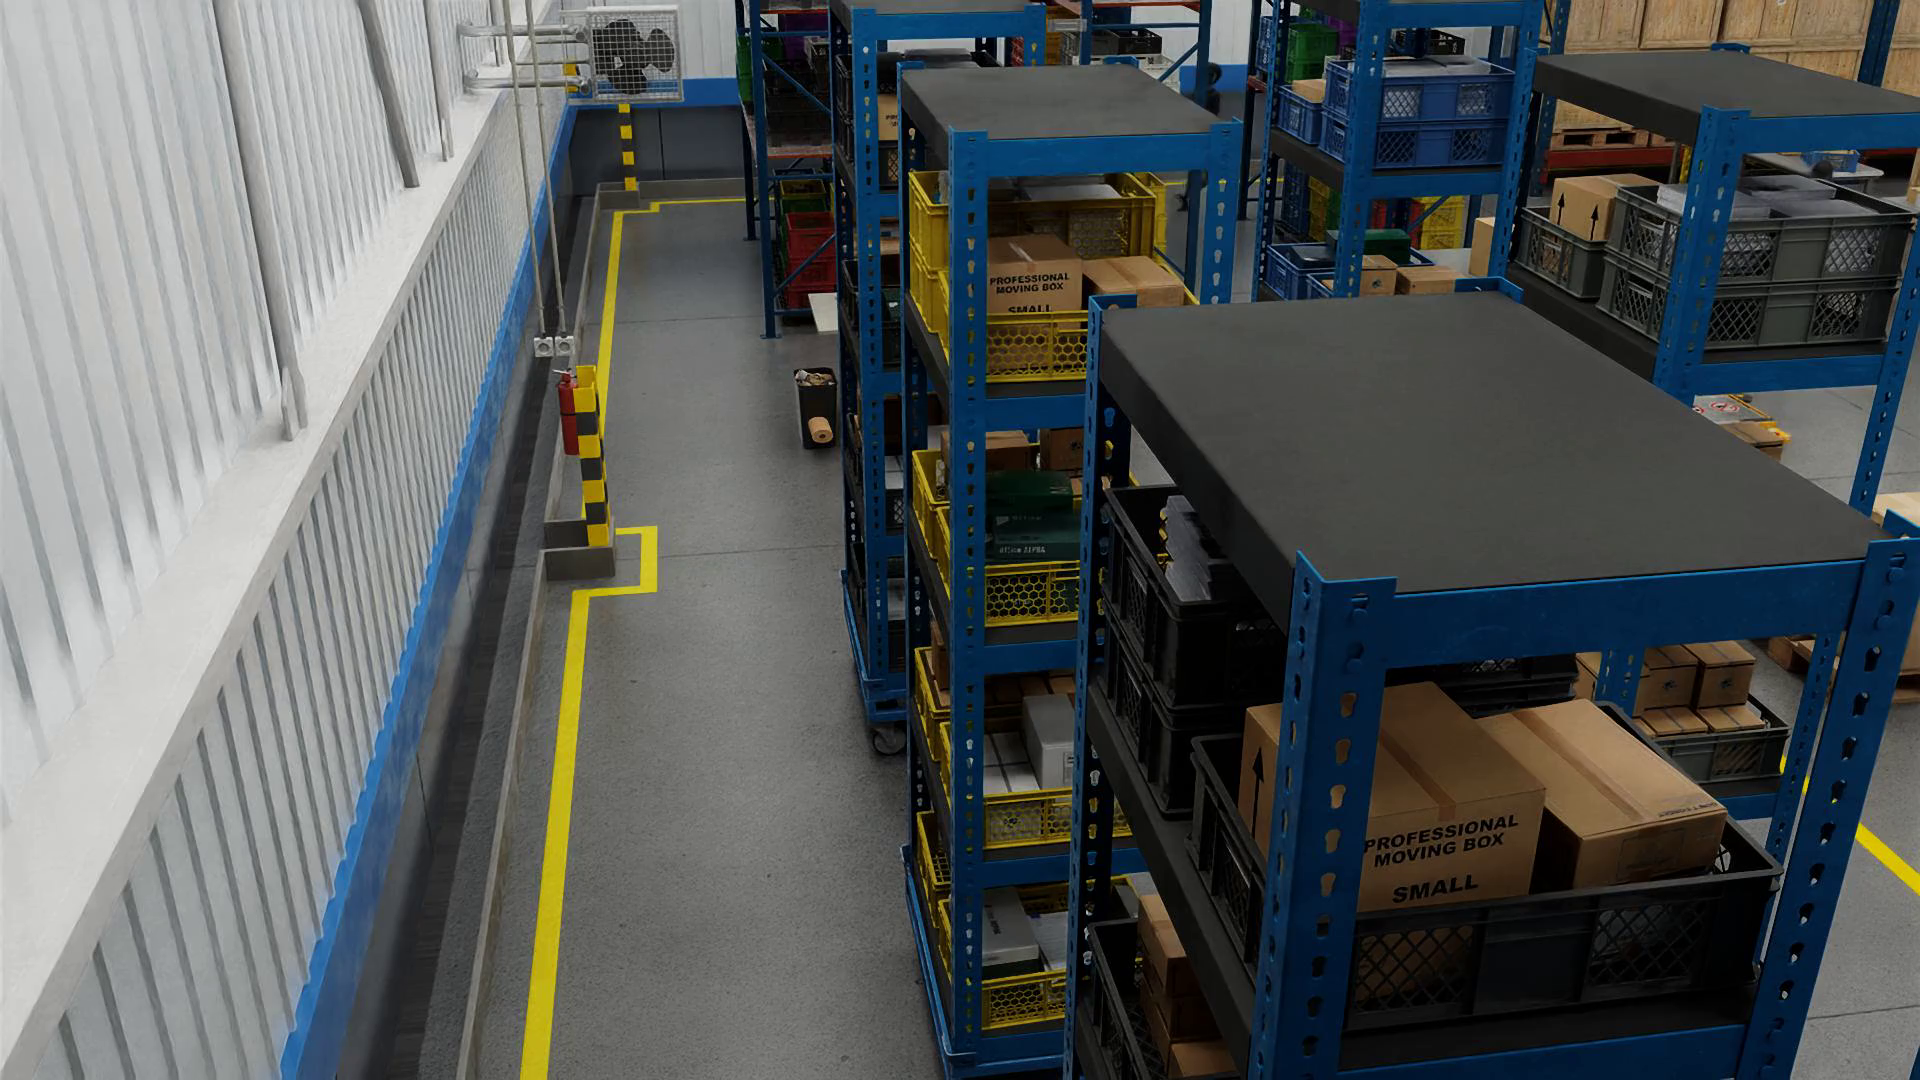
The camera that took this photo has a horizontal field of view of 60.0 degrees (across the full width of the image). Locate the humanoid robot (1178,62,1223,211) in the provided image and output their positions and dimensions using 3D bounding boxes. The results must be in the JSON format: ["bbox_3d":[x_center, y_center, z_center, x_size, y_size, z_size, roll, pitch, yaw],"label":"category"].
[{"bbox_3d":[2.597,-4.374,18.133,0.398,1.636,0.687,-9,26,-20],"label":"humanoid robot"}]

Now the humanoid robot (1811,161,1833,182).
[{"bbox_3d":[6.884,-2.254,13.560,0.551,1.626,0.786,19,31,35],"label":"humanoid robot"}]

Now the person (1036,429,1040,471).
[{"bbox_3d":[0.625,-0.760,10.032,0.350,1.876,0.572,-10,26,-20],"label":"person"}]

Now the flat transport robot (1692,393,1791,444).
[{"bbox_3d":[5.224,-0.859,12.132,1.431,0.197,0.652,-4,25,-8],"label":"flat transport robot"}]
